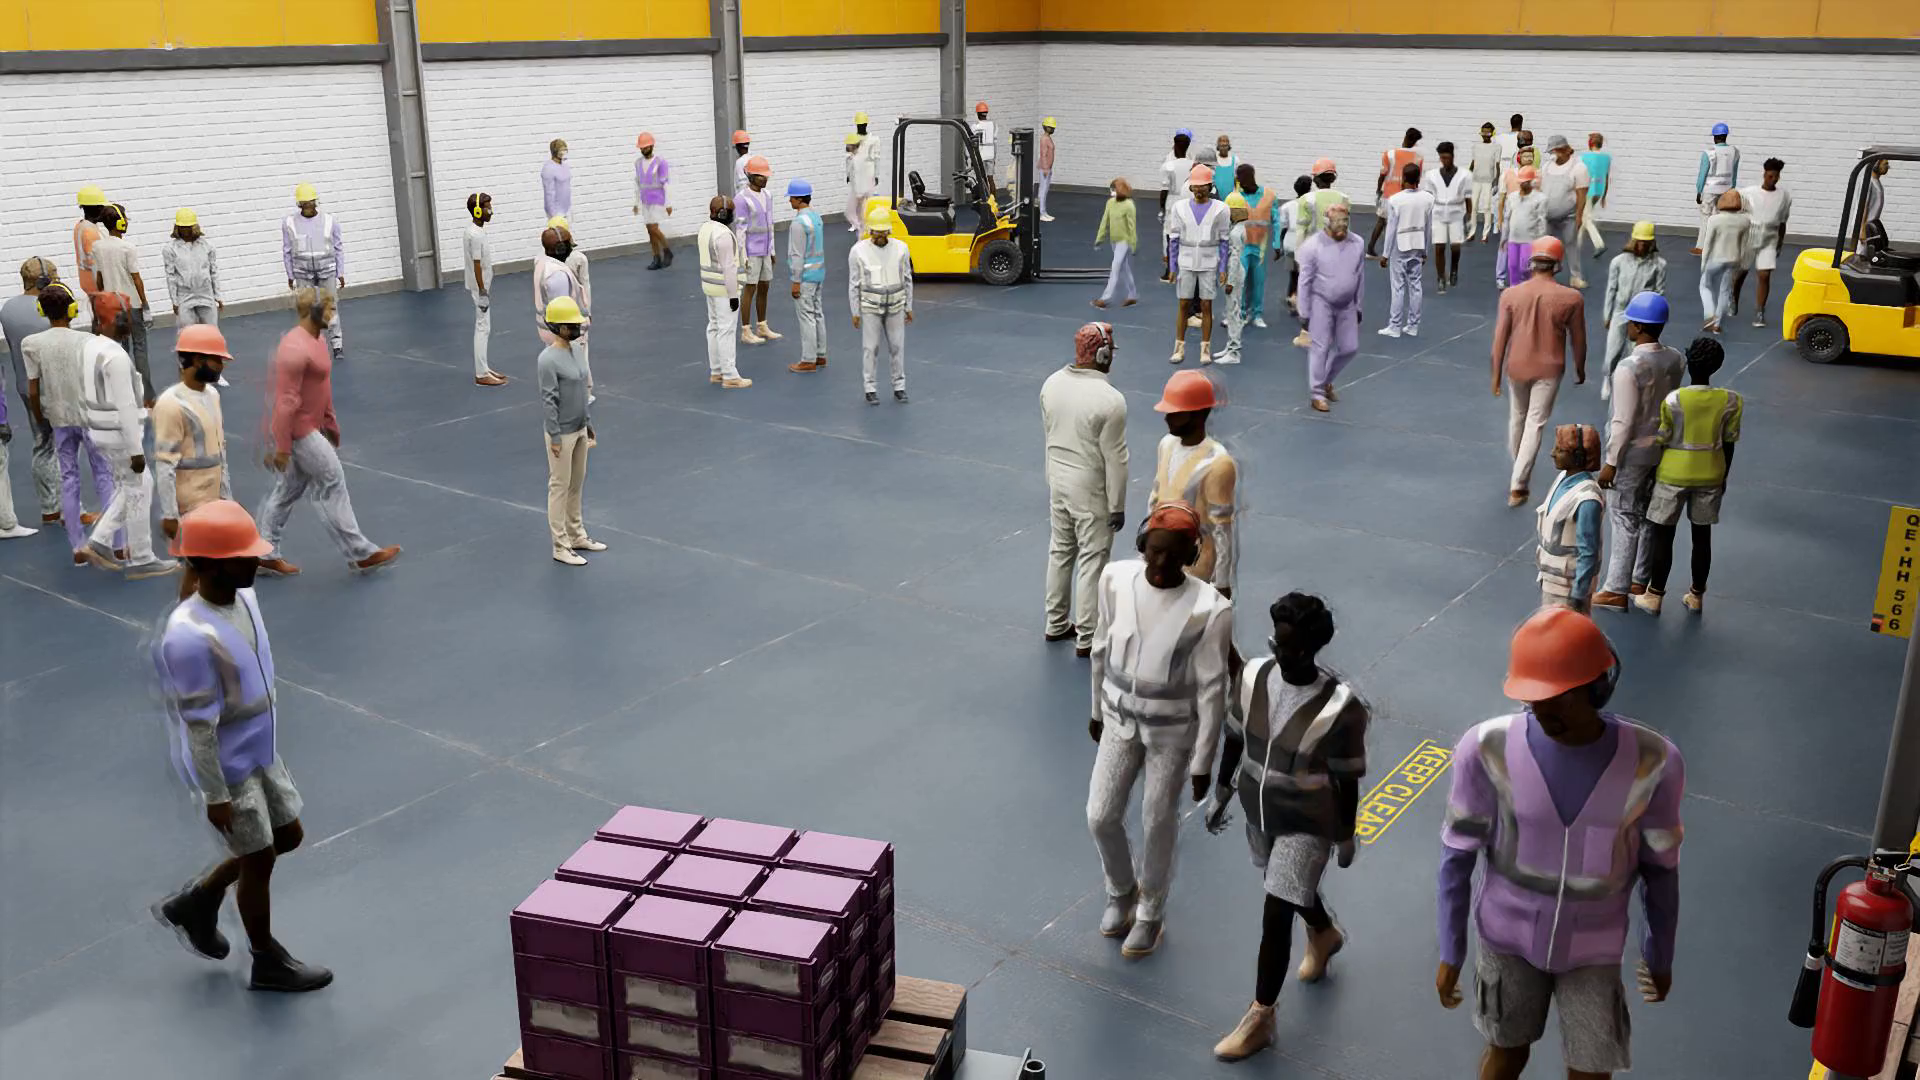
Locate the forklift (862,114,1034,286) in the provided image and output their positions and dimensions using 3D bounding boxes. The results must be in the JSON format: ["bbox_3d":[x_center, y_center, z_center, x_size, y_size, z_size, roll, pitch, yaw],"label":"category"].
[{"bbox_3d":[-0.171,-4.594,22.377,2.313,2.155,1.214,1,18,3],"label":"forklift"}]

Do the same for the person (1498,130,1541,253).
[{"bbox_3d":[8.355,-5.173,24.783,0.637,1.832,0.429,-16,24,-41],"label":"person"}]

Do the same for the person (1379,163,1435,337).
[{"bbox_3d":[4.976,-3.223,18.535,0.587,1.919,0.391,-7,19,-20],"label":"person"}]

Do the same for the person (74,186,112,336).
[{"bbox_3d":[-8.317,-2.457,16.127,0.381,1.924,0.594,-11,21,-30],"label":"person"}]

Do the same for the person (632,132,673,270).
[{"bbox_3d":[-4.318,-4.729,23.249,0.569,1.916,0.413,11,21,31],"label":"person"}]

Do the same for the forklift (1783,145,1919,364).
[{"bbox_3d":[9.803,-2.879,17.013,2.313,2.155,1.214,12,21,33],"label":"forklift"}]

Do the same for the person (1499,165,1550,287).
[{"bbox_3d":[6.891,-3.700,20.323,0.437,1.733,0.585,-13,22,-34],"label":"person"}]

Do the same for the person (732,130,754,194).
[{"bbox_3d":[-3.002,-4.727,23.213,0.365,1.932,0.552,5,18,14],"label":"person"}]

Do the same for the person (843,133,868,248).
[{"bbox_3d":[-1.563,-5.293,25.296,0.416,1.753,0.525,1,18,4],"label":"person"}]

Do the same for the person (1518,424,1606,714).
[{"bbox_3d":[2.981,0.227,8.196,0.310,1.638,0.523,1,18,3],"label":"person"}]

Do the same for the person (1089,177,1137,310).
[{"bbox_3d":[1.882,-3.600,20.249,0.855,1.591,0.518,-10,20,-28],"label":"person"}]

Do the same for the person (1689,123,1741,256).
[{"bbox_3d":[11.174,-5.174,24.609,0.605,1.939,0.416,-2,18,-8],"label":"person"}]

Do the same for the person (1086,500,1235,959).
[{"bbox_3d":[0.729,0.728,6.304,0.616,1.858,0.398,12,21,33],"label":"person"}]

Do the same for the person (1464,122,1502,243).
[{"bbox_3d":[8.191,-5.598,26.066,0.509,1.860,0.334,13,22,36],"label":"person"}]

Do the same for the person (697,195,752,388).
[{"bbox_3d":[-2.278,-2.399,16.087,0.429,1.841,0.621,-10,20,-28],"label":"person"}]

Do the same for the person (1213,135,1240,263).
[{"bbox_3d":[3.753,-4.841,23.754,0.528,1.817,0.721,1,18,3],"label":"person"}]

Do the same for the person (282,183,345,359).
[{"bbox_3d":[-6.709,-2.785,17.305,0.592,1.833,0.404,-6,19,-18],"label":"person"}]

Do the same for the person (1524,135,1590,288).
[{"bbox_3d":[7.870,-4.317,21.760,0.713,2.000,0.701,-14,22,-37],"label":"person"}]

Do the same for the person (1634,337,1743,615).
[{"bbox_3d":[4.364,-0.372,9.976,0.539,1.696,0.317,0,18,0],"label":"person"}]

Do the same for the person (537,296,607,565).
[{"bbox_3d":[-2.570,-0.727,10.975,0.312,1.769,0.522,4,18,13],"label":"person"}]

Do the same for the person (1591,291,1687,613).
[{"bbox_3d":[4.075,-0.525,10.047,0.604,1.949,0.398,-13,22,-35],"label":"person"}]

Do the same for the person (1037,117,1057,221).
[{"bbox_3d":[1.511,-6.410,28.759,0.329,1.763,0.523,4,18,13],"label":"person"}]

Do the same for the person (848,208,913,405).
[{"bbox_3d":[-0.727,-2.156,15.369,0.601,1.817,0.403,-6,19,-17],"label":"person"}]

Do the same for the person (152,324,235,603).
[{"bbox_3d":[-4.207,-0.240,9.247,0.507,1.897,0.566,-2,18,-7],"label":"person"}]

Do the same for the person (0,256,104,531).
[{"bbox_3d":[-6.342,-1.013,11.617,0.640,1.927,0.388,9,20,26],"label":"person"}]

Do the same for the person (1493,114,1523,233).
[{"bbox_3d":[8.940,-5.943,27.043,0.391,1.918,0.590,-17,24,-42],"label":"person"}]

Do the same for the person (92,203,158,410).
[{"bbox_3d":[-7.580,-2.112,15.145,0.514,1.868,0.329,5,19,17],"label":"person"}]

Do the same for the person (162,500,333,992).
[{"bbox_3d":[-2.676,0.778,6.031,0.561,1.922,0.545,0,18,1],"label":"person"}]

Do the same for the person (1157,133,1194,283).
[{"bbox_3d":[2.925,-4.425,22.226,0.636,1.965,0.364,-5,18,-15],"label":"person"}]

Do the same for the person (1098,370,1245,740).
[{"bbox_3d":[1.169,0.072,8.280,0.985,1.900,0.558,-7,19,-20],"label":"person"}]

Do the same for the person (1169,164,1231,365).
[{"bbox_3d":[2.441,-2.810,17.041,0.610,2.043,0.397,4,18,14],"label":"person"}]

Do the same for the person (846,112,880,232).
[{"bbox_3d":[-1.596,-6.022,27.277,0.585,1.927,0.366,4,18,13],"label":"person"}]
